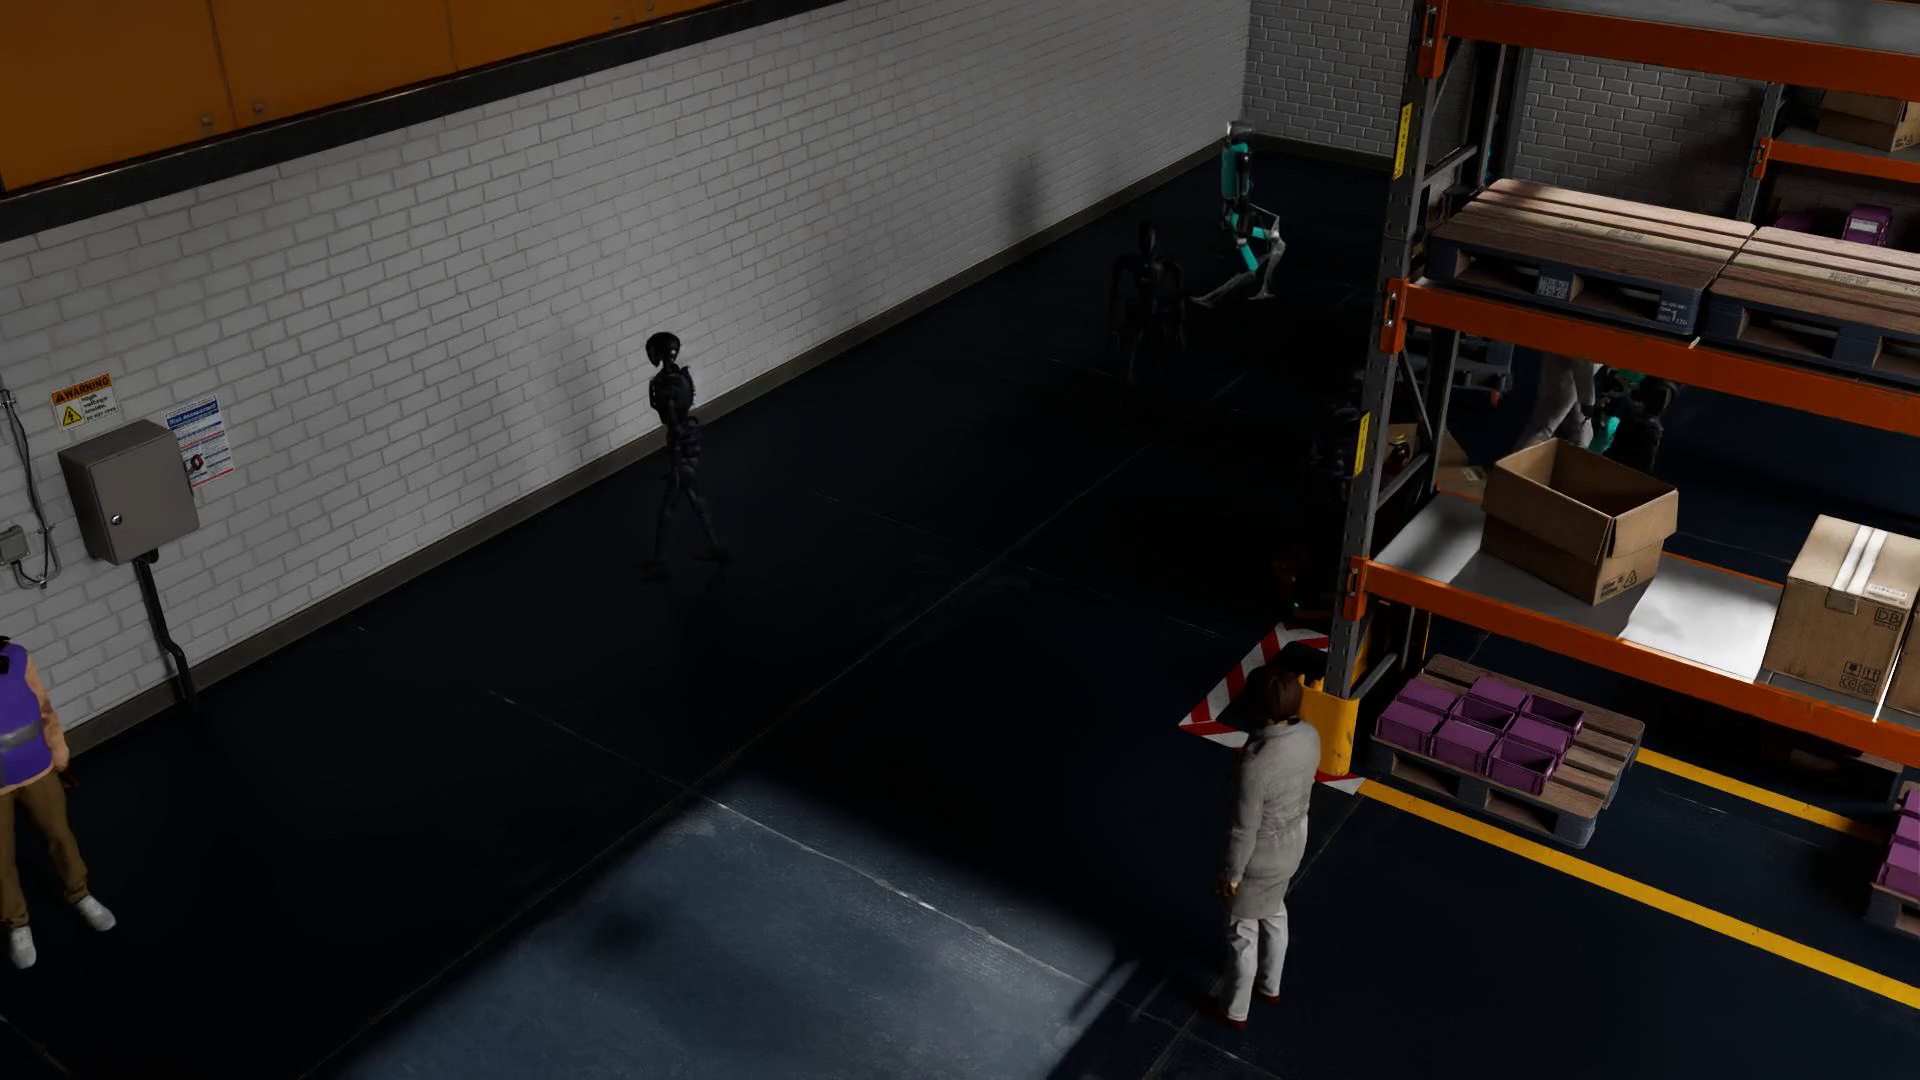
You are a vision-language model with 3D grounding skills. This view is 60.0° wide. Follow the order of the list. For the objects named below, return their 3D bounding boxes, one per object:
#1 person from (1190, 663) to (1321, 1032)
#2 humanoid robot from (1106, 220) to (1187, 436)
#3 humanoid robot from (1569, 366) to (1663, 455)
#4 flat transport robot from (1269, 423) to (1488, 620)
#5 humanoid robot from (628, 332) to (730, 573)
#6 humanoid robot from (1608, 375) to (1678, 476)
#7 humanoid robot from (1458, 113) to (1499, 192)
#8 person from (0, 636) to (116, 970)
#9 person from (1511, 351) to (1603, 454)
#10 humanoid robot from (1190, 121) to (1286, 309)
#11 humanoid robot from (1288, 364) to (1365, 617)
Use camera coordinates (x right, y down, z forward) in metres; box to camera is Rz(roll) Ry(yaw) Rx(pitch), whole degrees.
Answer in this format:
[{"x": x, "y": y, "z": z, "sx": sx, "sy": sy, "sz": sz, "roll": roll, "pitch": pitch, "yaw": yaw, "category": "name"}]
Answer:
[{"x": 1.298, "y": 1.333, "z": 7.178, "sx": 0.364, "sy": 1.824, "sz": 0.515, "roll": 26, "pitch": 39, "yaw": 37, "category": "person"}, {"x": 1.390, "y": -1.562, "z": 12.357, "sx": 0.613, "sy": 1.638, "sz": 0.676, "roll": 5, "pitch": 30, "yaw": 9, "category": "humanoid robot"}, {"x": 4.168, "y": -0.701, "z": 10.809, "sx": 0.748, "sy": 1.781, "sz": 0.560, "roll": -11, "pitch": 32, "yaw": -18, "category": "humanoid robot"}, {"x": 2.764, "y": 0.238, "z": 10.627, "sx": 1.431, "sy": 0.231, "sz": 0.659, "roll": -2, "pitch": 30, "yaw": -4, "category": "flat transport robot"}, {"x": -1.856, "y": -0.558, "z": 10.621, "sx": 0.714, "sy": 1.629, "sz": 0.616, "roll": -4, "pitch": 30, "yaw": -7, "category": "humanoid robot"}, {"x": 4.028, "y": -0.234, "z": 10.051, "sx": 0.665, "sy": 1.627, "sz": 0.611, "roll": 1, "pitch": 30, "yaw": 1, "category": "humanoid robot"}, {"x": 4.605, "y": -2.770, "z": 14.484, "sx": 0.712, "sy": 1.907, "sz": 0.540, "roll": 19, "pitch": 35, "yaw": 30, "category": "humanoid robot"}, {"x": -4.330, "y": 1.058, "z": 7.546, "sx": 0.542, "sy": 1.927, "sz": 0.422, "roll": -25, "pitch": 38, "yaw": -36, "category": "person"}, {"x": 4.249, "y": -1.087, "z": 11.336, "sx": 0.959, "sy": 1.858, "sz": 0.657, "roll": 9, "pitch": 31, "yaw": 15, "category": "person"}, {"x": 2.544, "y": -2.759, "z": 14.380, "sx": 1.038, "sy": 1.732, "sz": 0.558, "roll": -5, "pitch": 30, "yaw": -9, "category": "humanoid robot"}, {"x": 2.233, "y": -0.304, "z": 10.177, "sx": 0.405, "sy": 1.644, "sz": 0.611, "roll": -12, "pitch": 32, "yaw": -20, "category": "humanoid robot"}]
